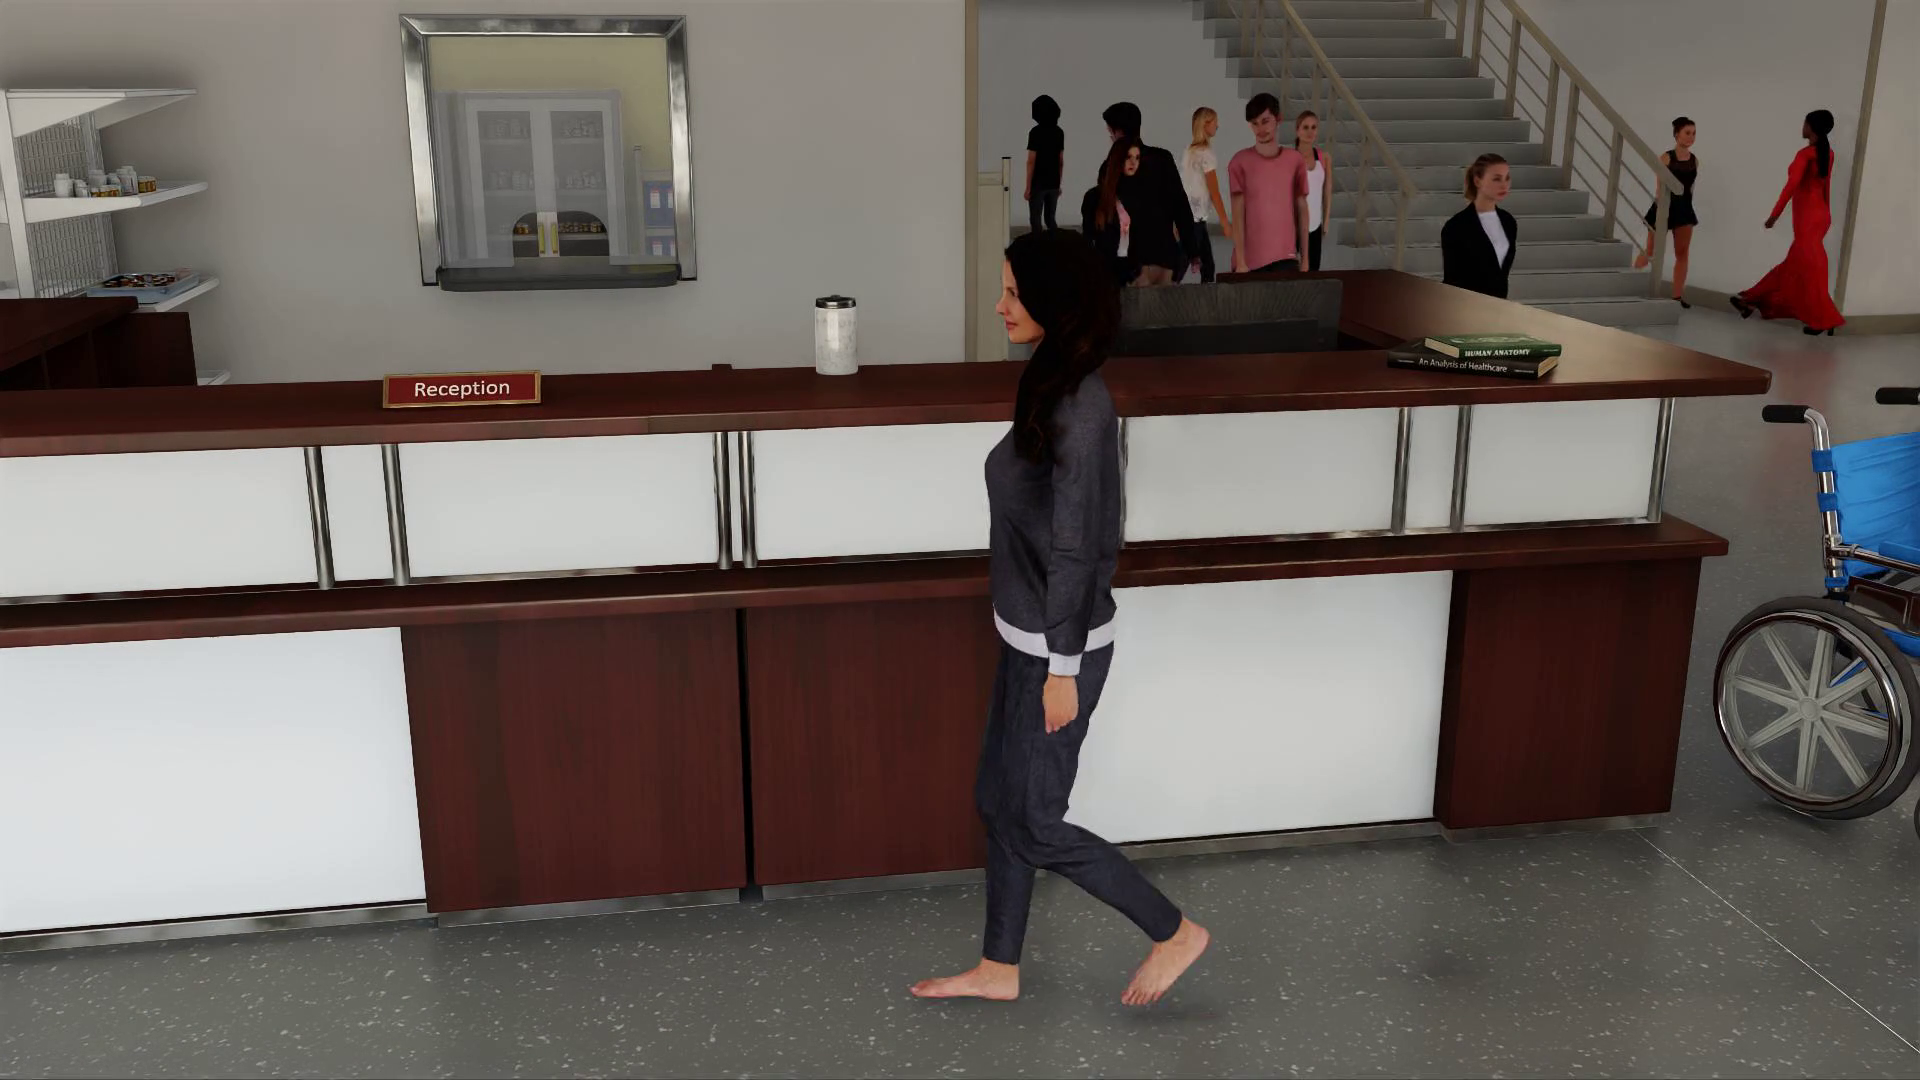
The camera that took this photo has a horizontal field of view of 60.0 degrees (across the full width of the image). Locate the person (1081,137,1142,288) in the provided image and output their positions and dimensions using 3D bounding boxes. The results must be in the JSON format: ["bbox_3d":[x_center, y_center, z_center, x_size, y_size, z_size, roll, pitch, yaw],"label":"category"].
[{"bbox_3d":[0.879,-1.513,9.869,0.691,1.687,1.023,-5,16,-17],"label":"person"}]

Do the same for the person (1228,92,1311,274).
[{"bbox_3d":[1.772,-1.607,9.752,0.718,1.932,0.768,-1,16,-5],"label":"person"}]

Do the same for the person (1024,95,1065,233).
[{"bbox_3d":[0.913,-3.847,17.871,0.706,1.826,0.691,-11,19,-35],"label":"person"}]

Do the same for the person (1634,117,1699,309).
[{"bbox_3d":[6.344,-2.925,14.952,0.578,1.648,1.045,-2,16,-8],"label":"person"}]

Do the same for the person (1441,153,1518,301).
[{"bbox_3d":[2.418,-0.996,8.081,0.794,1.664,1.098,-7,17,-24],"label":"person"}]

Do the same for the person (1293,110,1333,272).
[{"bbox_3d":[2.604,-2.400,12.896,0.718,1.752,1.093,0,16,-1],"label":"person"}]

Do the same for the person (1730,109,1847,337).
[{"bbox_3d":[6.765,-2.451,13.105,1.054,1.736,1.288,-13,20,-38],"label":"person"}]

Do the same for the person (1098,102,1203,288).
[{"bbox_3d":[1.144,-1.567,9.740,0.890,1.861,1.188,-3,16,-12],"label":"person"}]

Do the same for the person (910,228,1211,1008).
[{"bbox_3d":[0.269,0.224,3.577,0.718,1.758,0.843,-2,16,-6],"label":"person"}]
